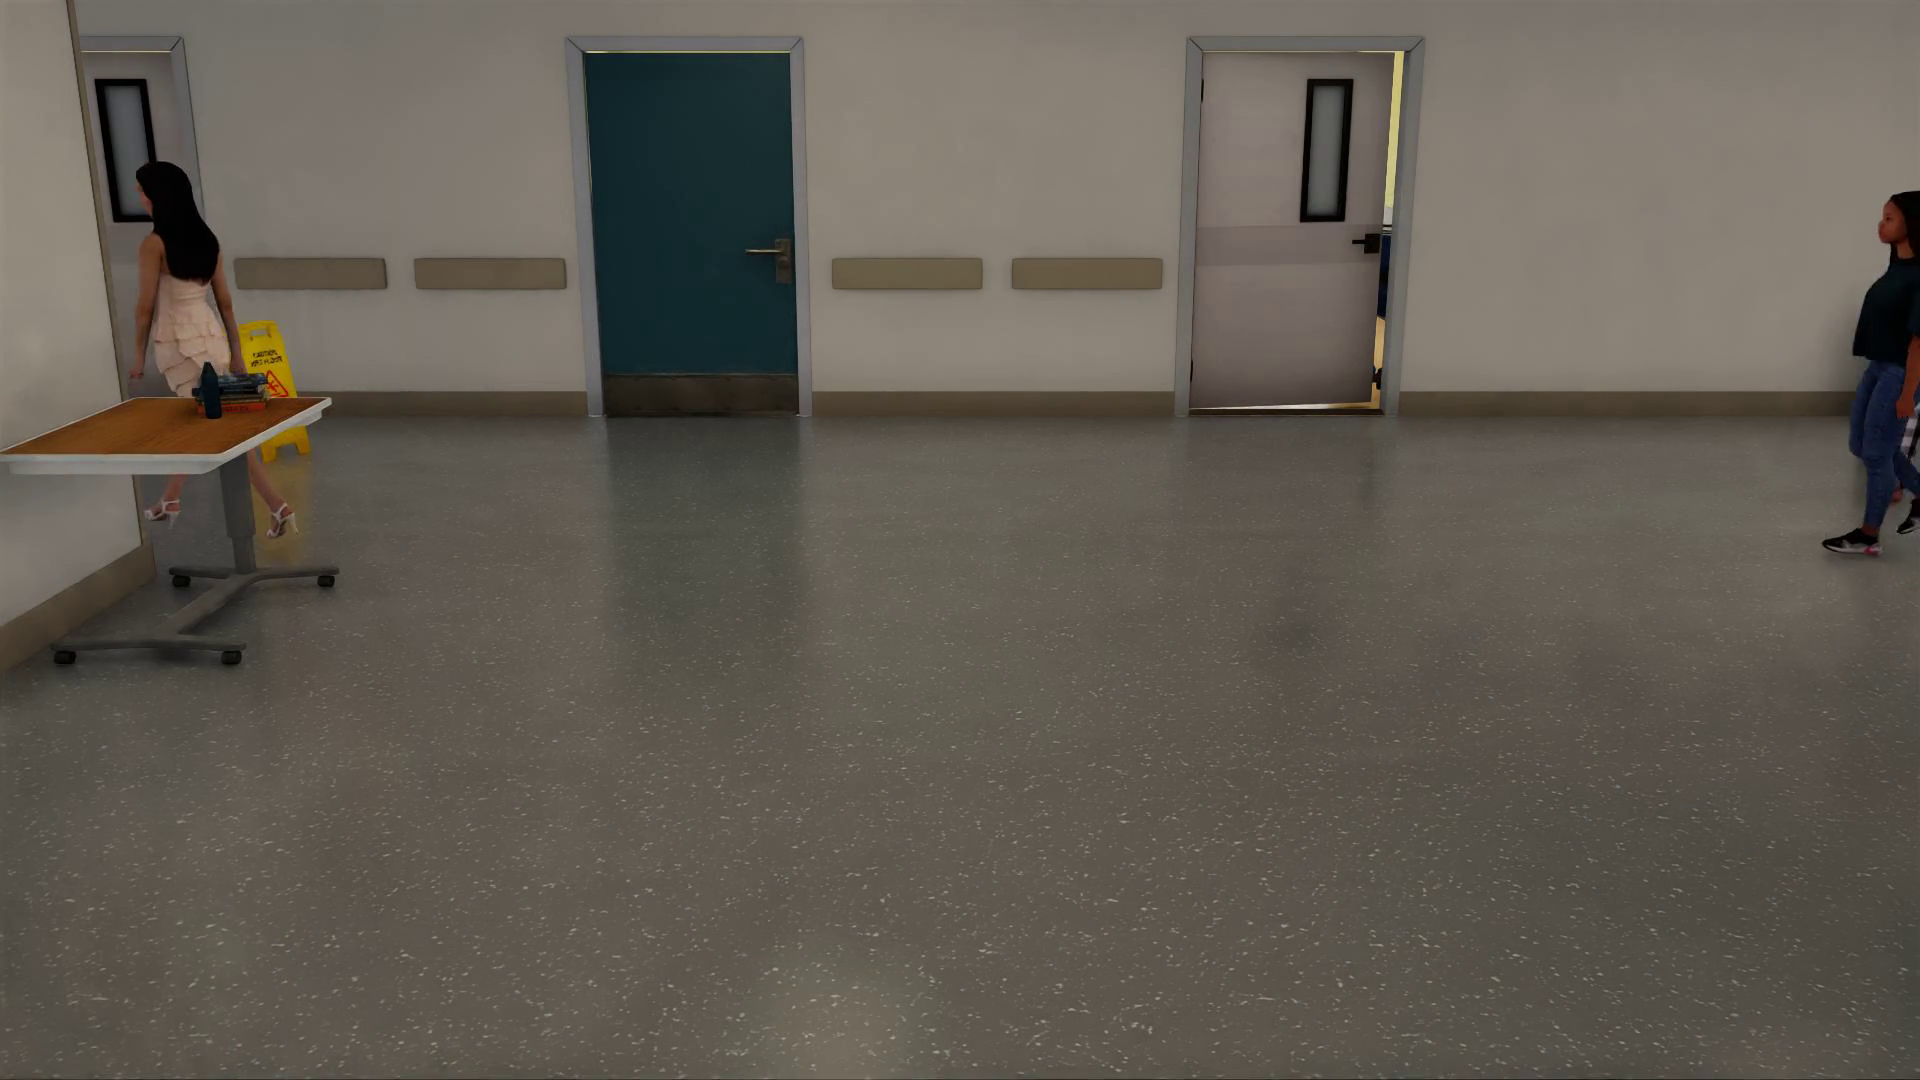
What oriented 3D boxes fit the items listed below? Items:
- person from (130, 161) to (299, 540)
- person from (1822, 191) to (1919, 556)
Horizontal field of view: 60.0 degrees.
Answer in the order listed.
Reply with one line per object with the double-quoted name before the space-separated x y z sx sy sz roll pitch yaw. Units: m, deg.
"person" -3.311 -0.758 7.353 1.175 1.674 0.840 6 17 21
"person" 4.193 -0.702 7.283 0.796 1.603 0.646 2 16 8
